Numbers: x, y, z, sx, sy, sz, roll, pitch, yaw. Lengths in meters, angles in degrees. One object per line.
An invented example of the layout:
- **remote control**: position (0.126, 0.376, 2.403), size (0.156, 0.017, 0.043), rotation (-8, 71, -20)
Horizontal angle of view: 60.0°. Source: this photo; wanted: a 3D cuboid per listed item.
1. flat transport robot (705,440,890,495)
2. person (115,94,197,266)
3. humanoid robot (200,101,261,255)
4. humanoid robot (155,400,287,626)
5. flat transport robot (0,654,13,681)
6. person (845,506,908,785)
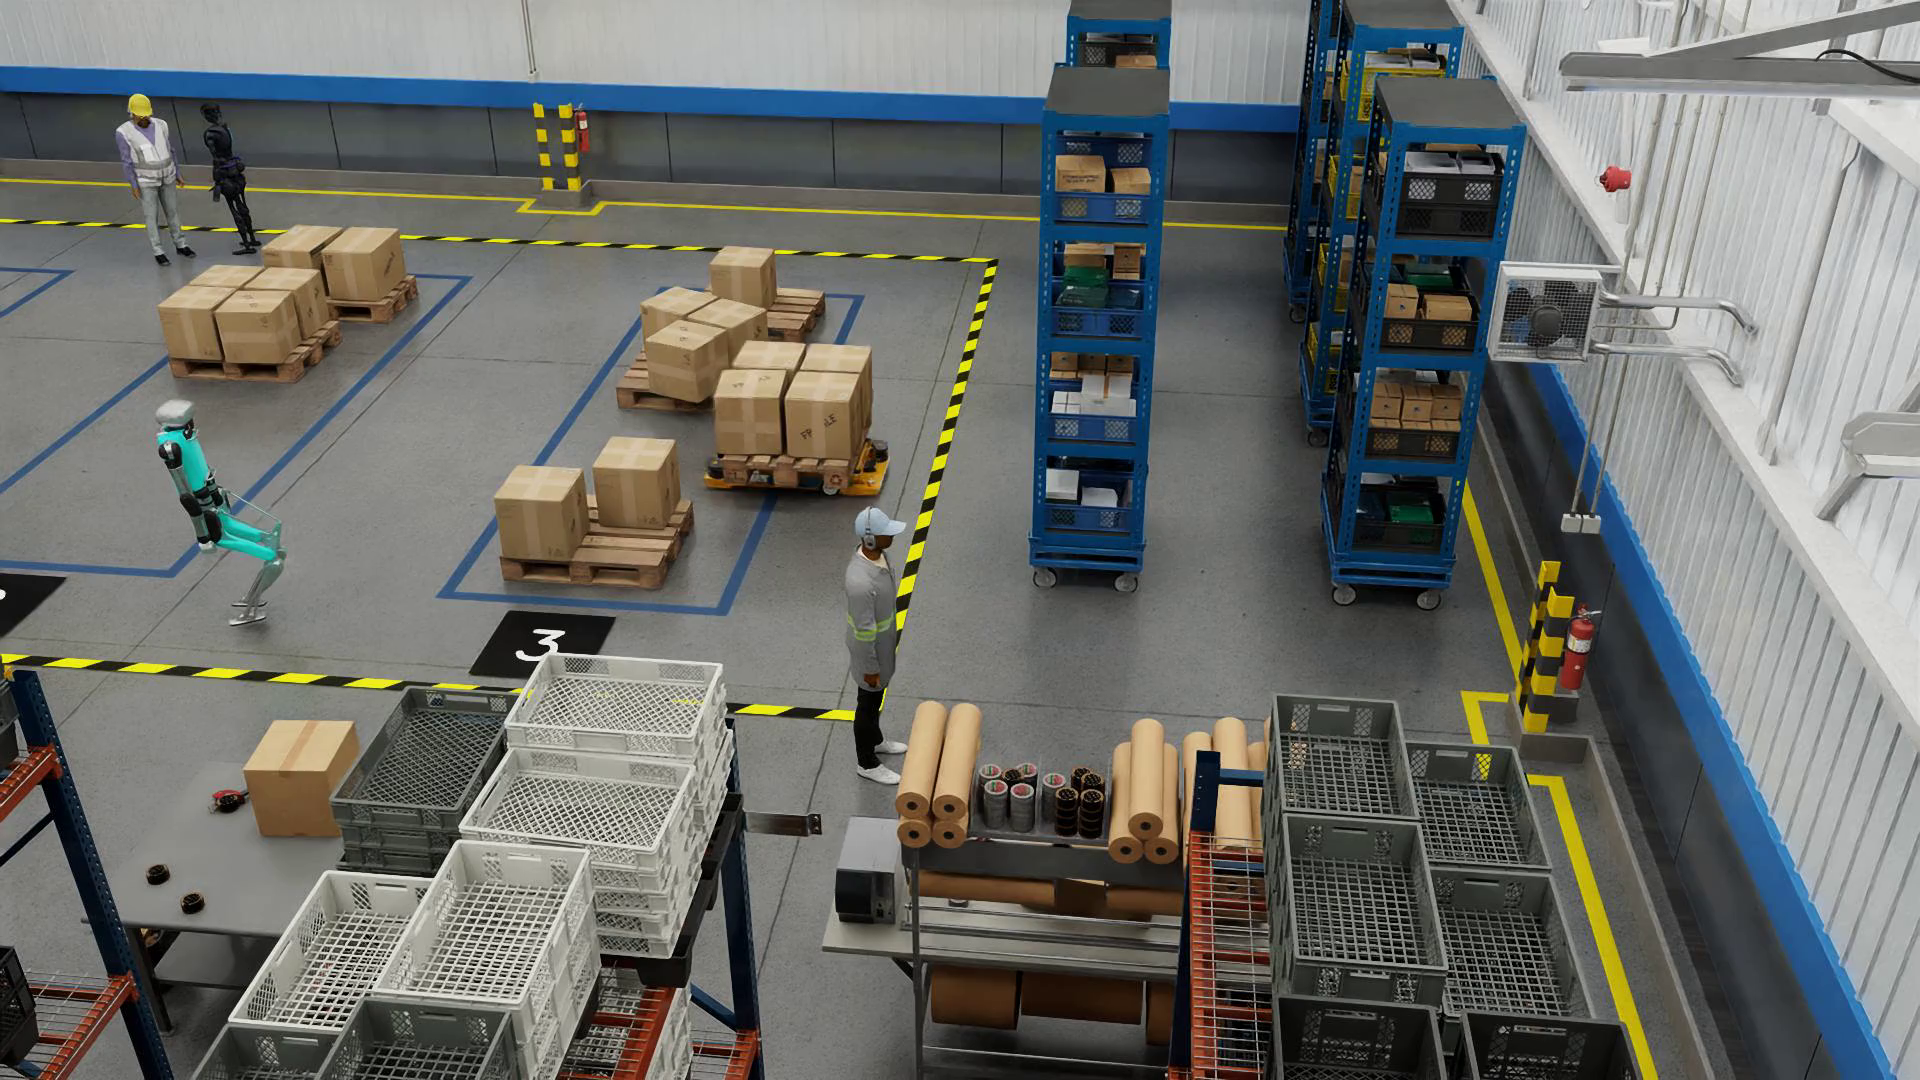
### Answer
- **flat transport robot**: position (-1.333, -0.638, 13.741), size (1.431, 0.197, 0.652), rotation (3, 30, 6)
- **person**: position (-8.582, -3.857, 17.754), size (0.403, 1.822, 0.588), rotation (21, 36, 32)
- **humanoid robot**: position (-7.926, -3.924, 18.003), size (0.315, 1.653, 0.599), rotation (-1, 30, -2)
- **humanoid robot**: position (-4.975, -0.197, 11.419), size (0.735, 1.677, 0.533), rotation (-6, 31, -10)
- **flat transport robot**: position (-7.142, 0.969, 11.010), size (1.431, 0.231, 0.659), rotation (3, 30, 6)
- **person**: position (-0.497, 0.621, 10.032), size (0.374, 1.852, 0.588), rotation (3, 30, 5)
